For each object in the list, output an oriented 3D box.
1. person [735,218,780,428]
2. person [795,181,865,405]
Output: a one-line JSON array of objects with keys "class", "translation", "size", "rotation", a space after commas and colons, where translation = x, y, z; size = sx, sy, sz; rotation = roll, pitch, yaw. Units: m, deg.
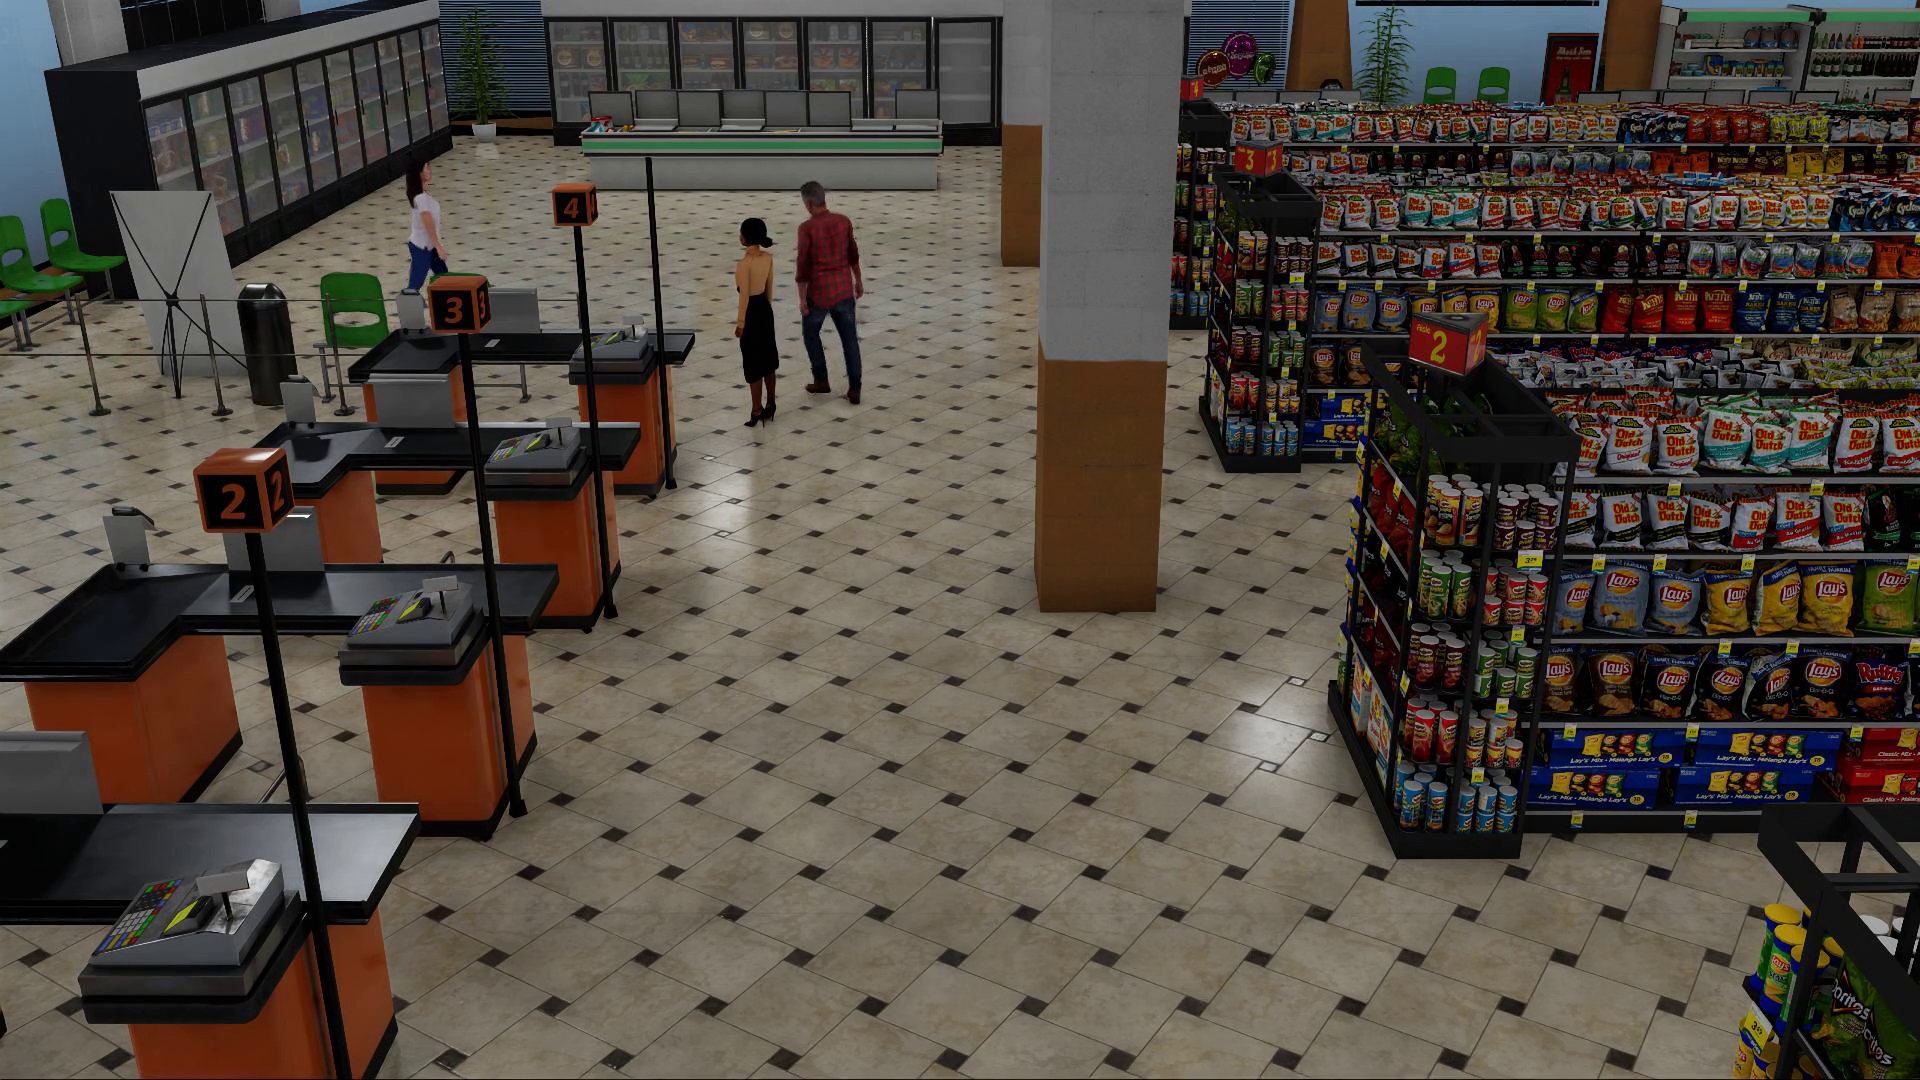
[{"class": "person", "translation": [-1.603, -1.712, 13.084], "size": [0.671, 1.653, 0.650], "rotation": [11, 25, 26]}, {"class": "person", "translation": [-1.037, -1.991, 13.590], "size": [0.928, 1.793, 1.040], "rotation": [-7, 23, -17]}]
